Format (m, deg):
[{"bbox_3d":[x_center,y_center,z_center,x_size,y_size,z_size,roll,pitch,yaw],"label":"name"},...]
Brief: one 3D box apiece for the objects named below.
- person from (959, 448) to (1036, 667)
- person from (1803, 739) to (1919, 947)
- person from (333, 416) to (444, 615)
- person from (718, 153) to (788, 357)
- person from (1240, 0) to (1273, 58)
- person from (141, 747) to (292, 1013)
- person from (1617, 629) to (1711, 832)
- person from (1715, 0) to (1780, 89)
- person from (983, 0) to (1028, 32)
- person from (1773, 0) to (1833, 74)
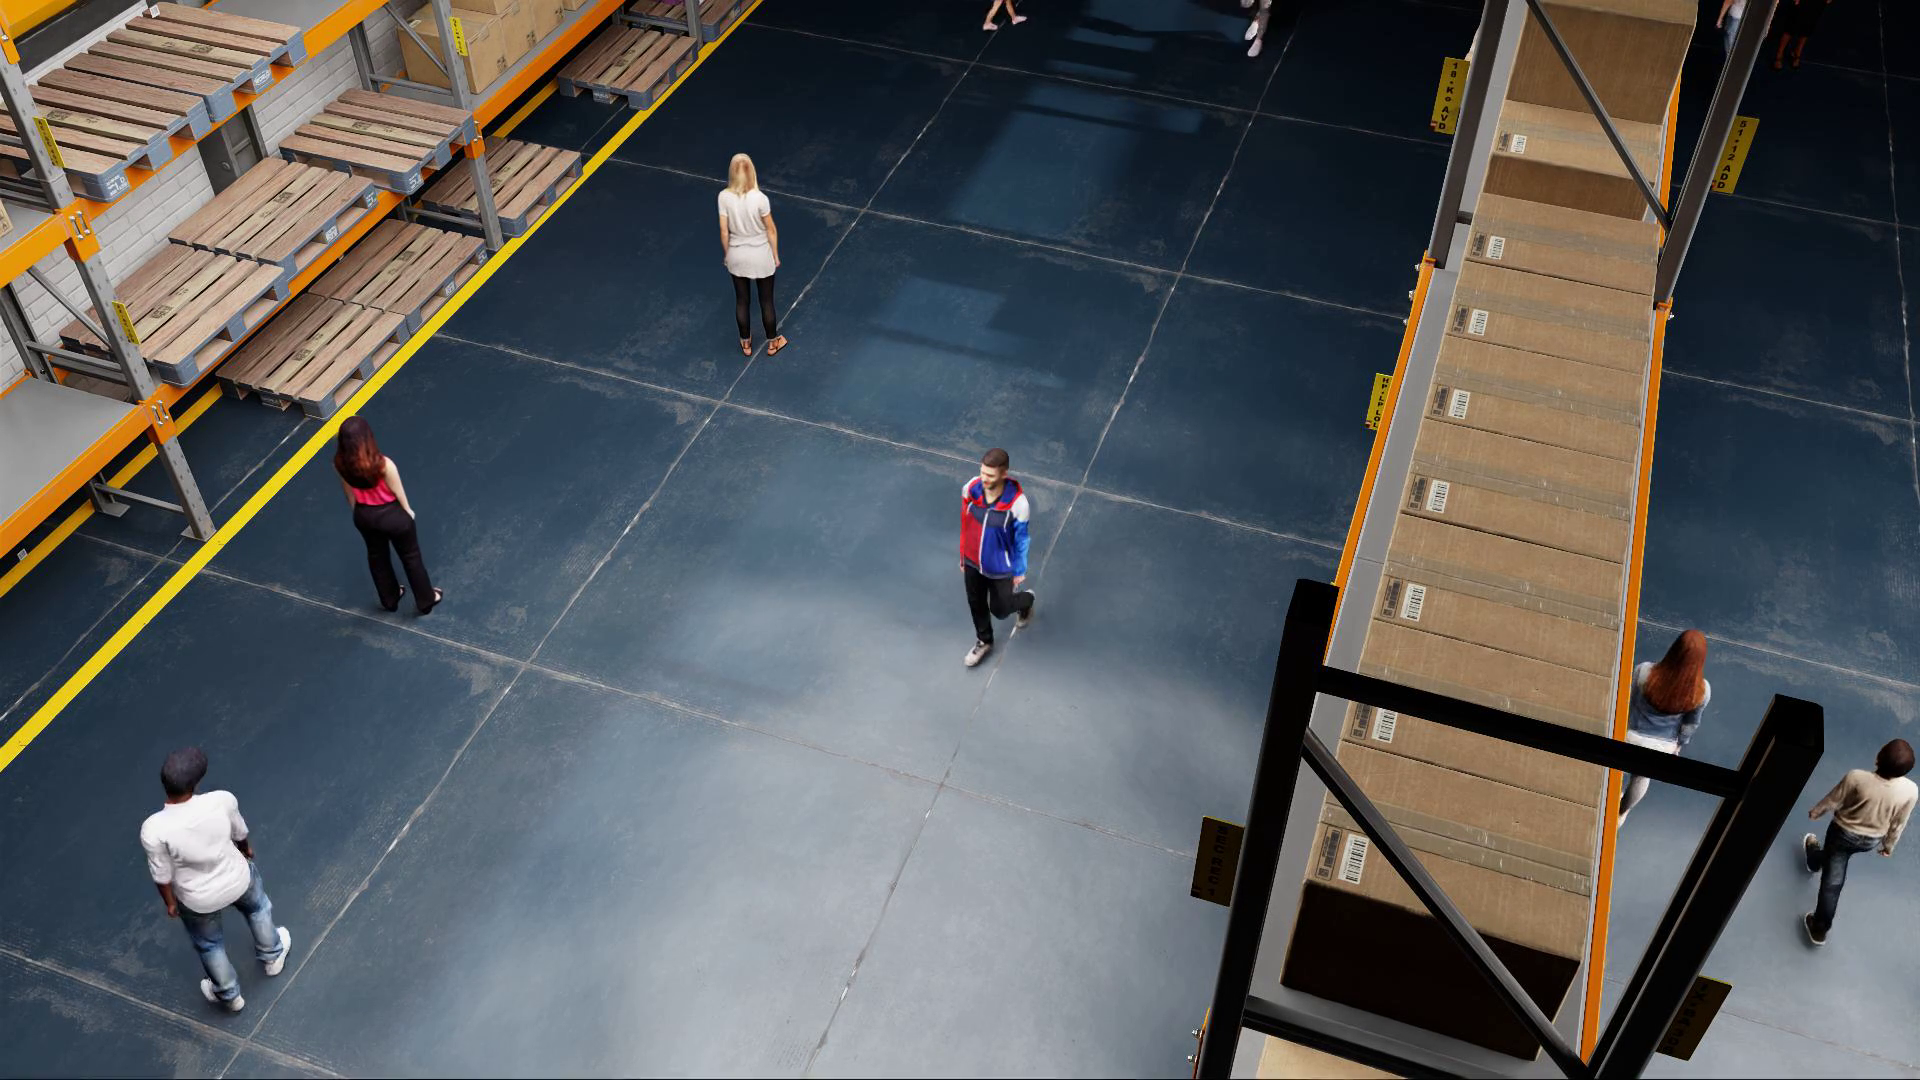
[{"bbox_3d":[0.252,0.073,10.811,0.778,1.743,0.935,26,50,25],"label":"person"},{"bbox_3d":[5.019,1.710,9.323,0.654,1.426,1.030,8,44,9],"label":"person"},{"bbox_3d":[-3.861,-0.155,11.112,0.613,1.659,0.564,7,44,7],"label":"person"},{"bbox_3d":[-1.658,-2.238,13.175,0.652,1.827,0.614,3,44,3],"label":"person"},{"bbox_3d":[3.174,-5.876,16.994,0.751,1.827,0.794,25,49,24],"label":"person"},{"bbox_3d":[-3.995,1.834,8.942,0.892,1.771,0.741,25,49,24],"label":"person"},{"bbox_3d":[3.980,1.202,9.663,0.622,1.691,0.834,16,46,16],"label":"person"},{"bbox_3d":[7.624,-4.965,16.130,0.752,1.700,0.918,5,44,5],"label":"person"},{"bbox_3d":[0.407,-5.857,17.577,0.746,0.995,0.721,-13,45,-13],"label":"person"},{"bbox_3d":[8.594,-5.513,16.739,0.652,1.653,0.678,-7,44,-8],"label":"person"}]
